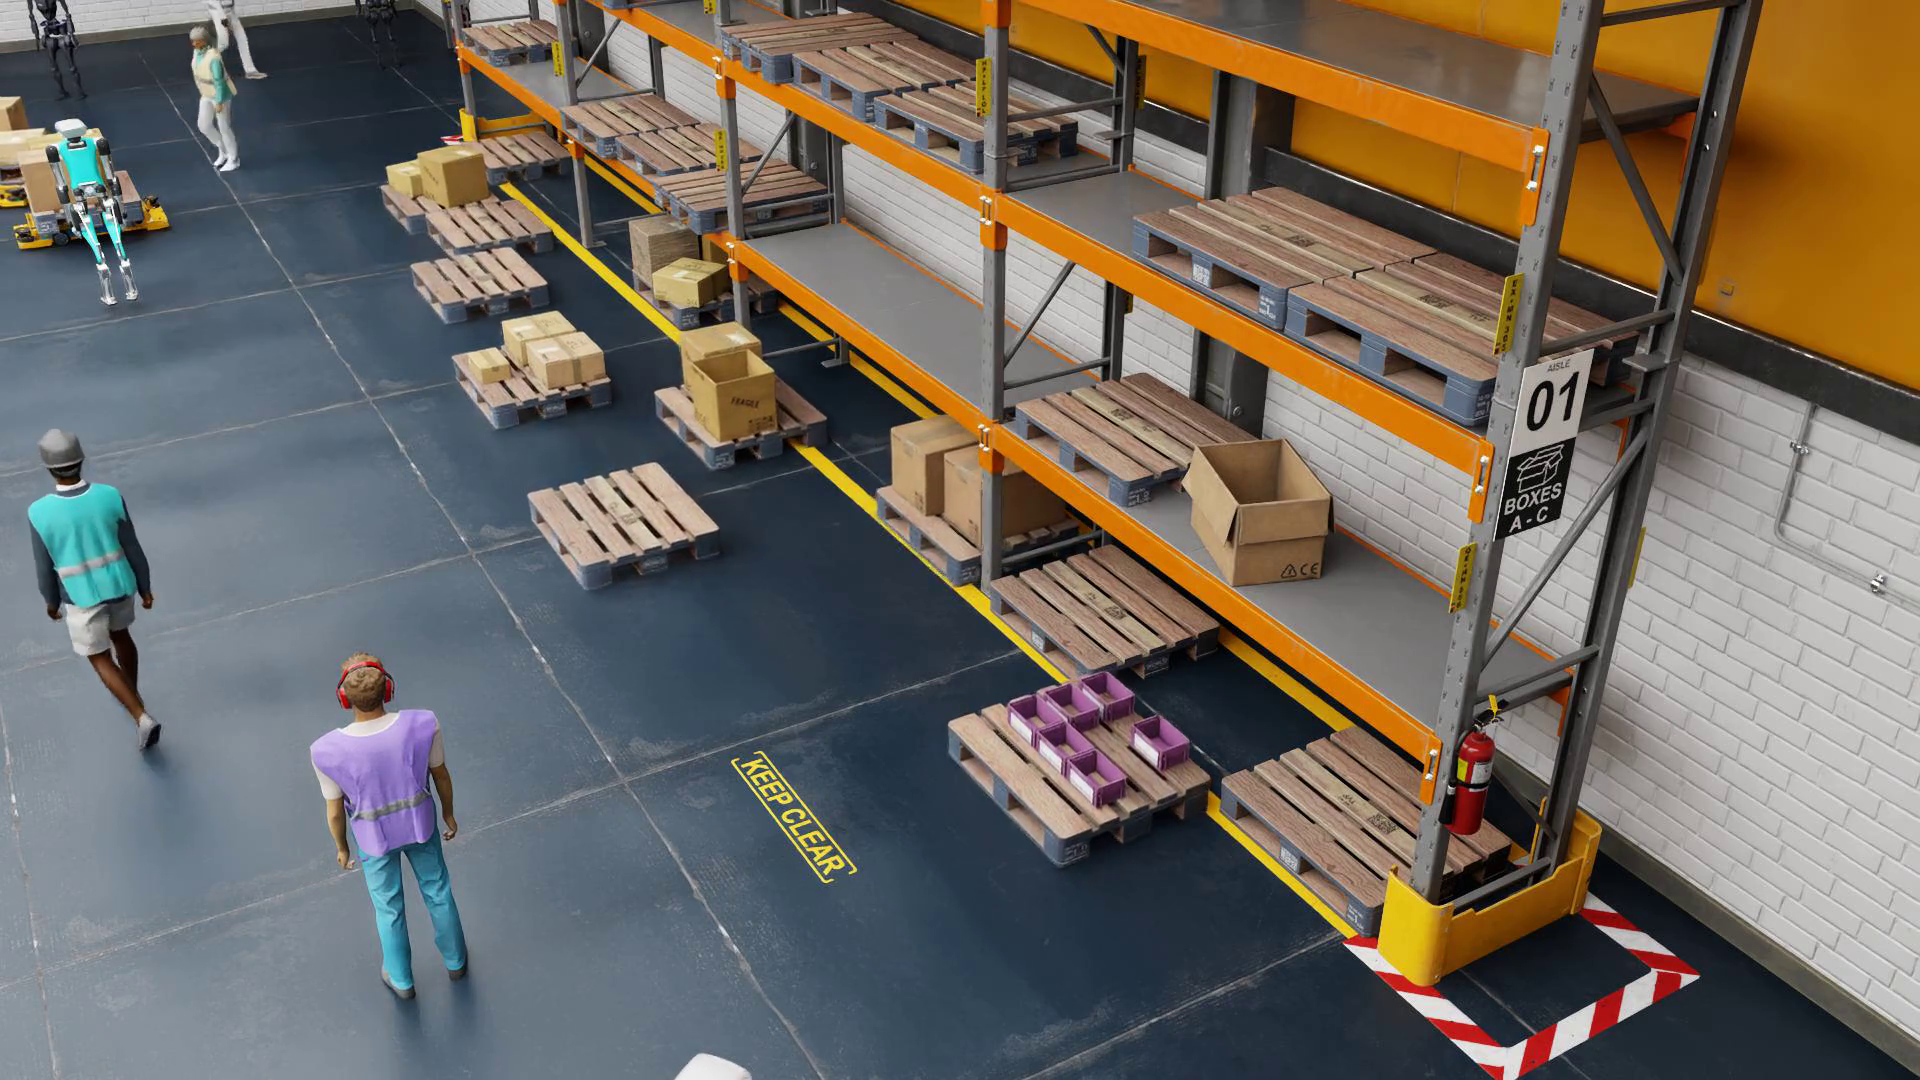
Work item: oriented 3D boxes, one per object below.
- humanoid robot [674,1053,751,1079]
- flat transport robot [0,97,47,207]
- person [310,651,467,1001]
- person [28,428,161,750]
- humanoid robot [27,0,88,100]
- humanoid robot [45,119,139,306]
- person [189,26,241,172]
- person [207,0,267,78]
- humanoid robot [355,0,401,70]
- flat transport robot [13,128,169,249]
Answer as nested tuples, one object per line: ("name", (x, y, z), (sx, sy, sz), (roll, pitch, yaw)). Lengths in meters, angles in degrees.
("humanoid robot", (-0.691, 2.358, 5.972), (0.563, 1.736, 0.955), (9, 31, 16))
("flat transport robot", (-10.691, -4.048, 18.779), (0.659, 0.231, 1.431), (-4, 30, -8))
("person", (-2.596, 1.344, 7.659), (0.563, 1.845, 0.389), (-16, 33, -26))
("person", (-4.887, 0.284, 9.471), (0.841, 1.908, 0.550), (23, 37, 34))
("humanoid robot", (-11.936, -6.659, 21.956), (0.608, 1.651, 0.306), (1, 30, 2))
("humanoid robot", (-7.889, -2.949, 15.209), (0.533, 1.681, 0.735), (-16, 33, -26))
("person", (-8.562, -5.072, 19.139), (0.513, 1.687, 0.422), (19, 35, 30))
("person", (-10.167, -7.242, 22.816), (0.838, 1.851, 0.575), (0, 30, 0))
("humanoid robot", (-8.230, -7.506, 23.440), (0.599, 1.657, 0.315), (-16, 33, -26))
("flat transport robot", (-9.181, -3.358, 17.560), (1.431, 0.231, 0.659), (-16, 33, -26))
